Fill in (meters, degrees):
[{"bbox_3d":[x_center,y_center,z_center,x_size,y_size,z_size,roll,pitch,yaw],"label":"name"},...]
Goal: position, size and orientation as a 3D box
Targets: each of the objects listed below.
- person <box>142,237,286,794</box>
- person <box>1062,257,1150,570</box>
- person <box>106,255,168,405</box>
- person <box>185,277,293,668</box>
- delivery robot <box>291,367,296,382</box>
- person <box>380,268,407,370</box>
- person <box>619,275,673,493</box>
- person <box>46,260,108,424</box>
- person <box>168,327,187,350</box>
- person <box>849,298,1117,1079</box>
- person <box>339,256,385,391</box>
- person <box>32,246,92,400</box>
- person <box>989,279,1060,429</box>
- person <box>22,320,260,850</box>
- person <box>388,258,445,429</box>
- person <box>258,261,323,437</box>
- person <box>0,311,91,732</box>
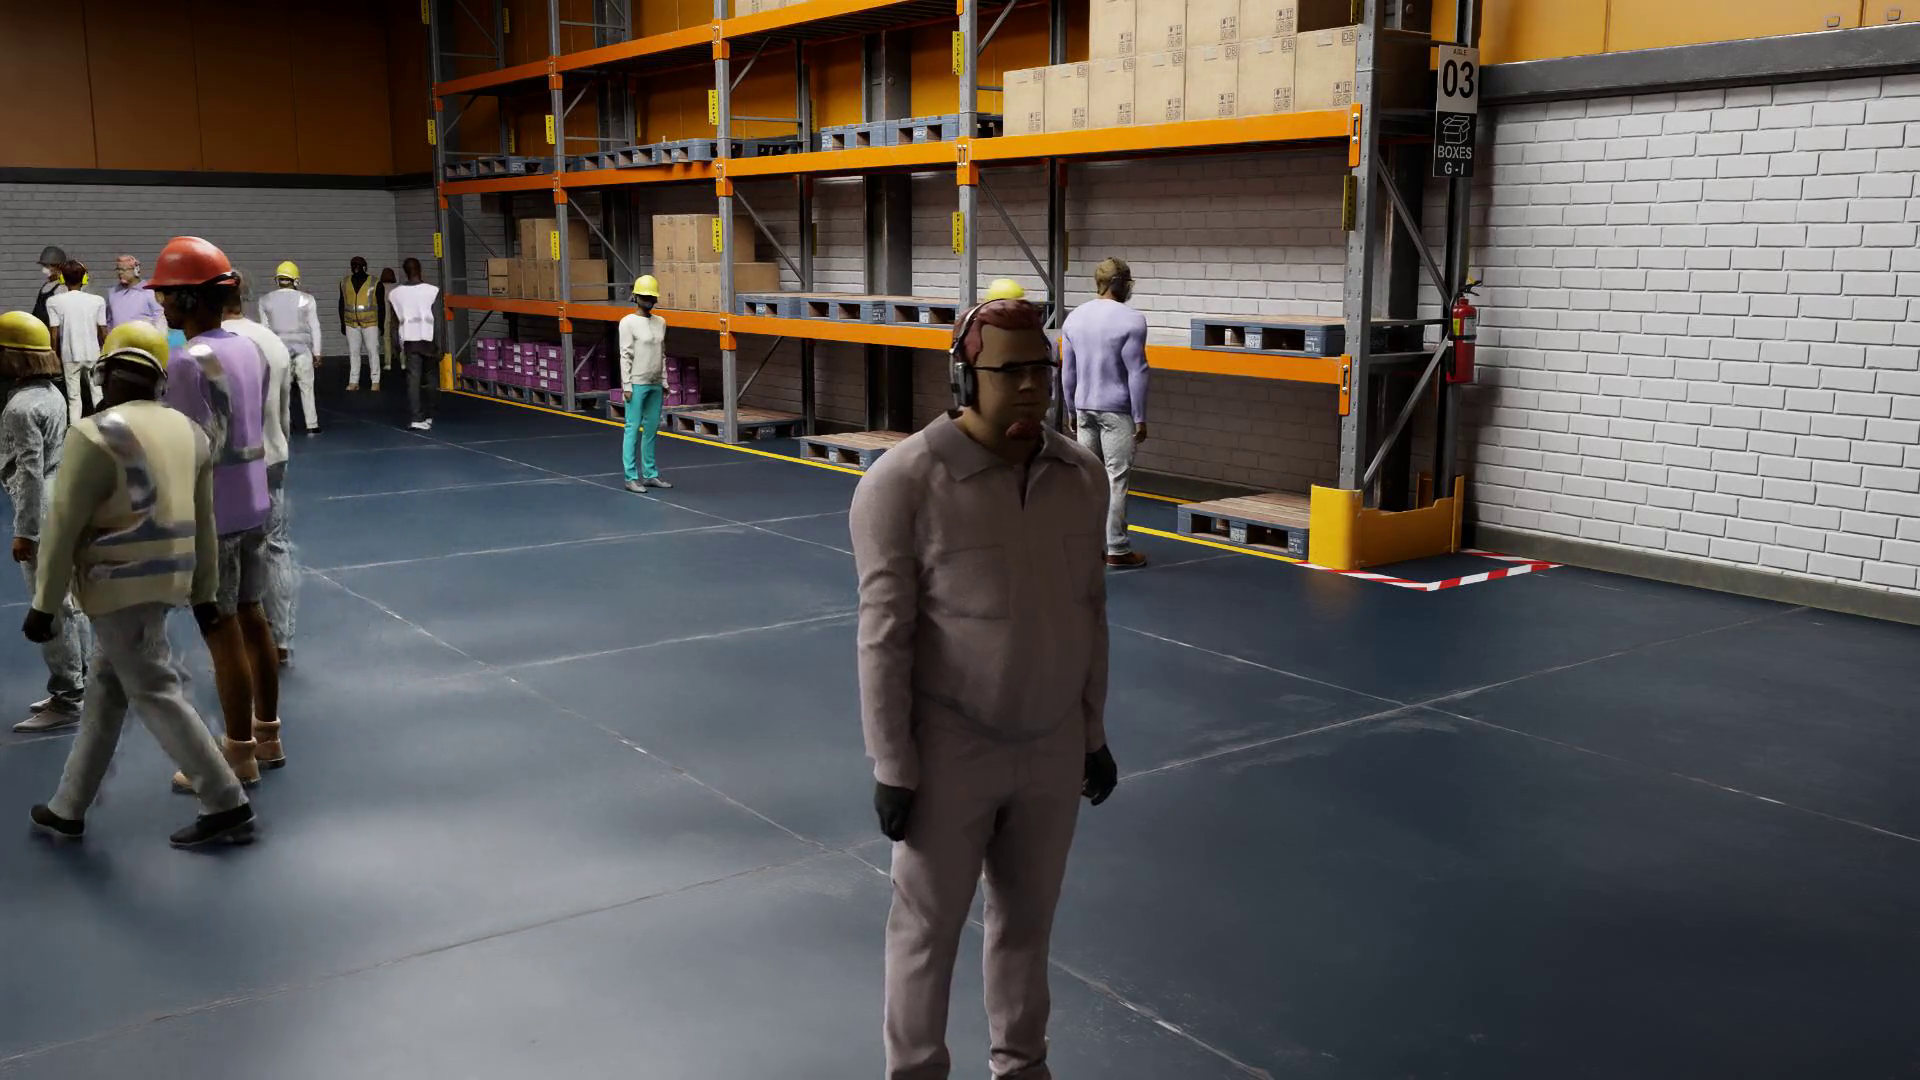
[{"bbox_3d":[-2.768,-0.085,6.159,0.378,2.044,0.607,0,10,0],"label":"person"},{"bbox_3d":[0.911,-0.785,10.378,0.630,1.936,0.366,10,14,43],"label":"person"},{"bbox_3d":[-8.294,-1.902,16.726,0.651,1.904,0.403,2,10,12],"label":"person"},{"bbox_3d":[-3.415,-0.327,7.858,0.475,1.917,0.658,4,11,20],"label":"person"},{"bbox_3d":[-9.547,-2.402,23.043,0.707,0.478,0.477,3,11,18],"label":"delivery robot"},{"bbox_3d":[-9.126,-3.541,26.663,0.501,1.633,0.286,-5,11,-26],"label":"person"},{"bbox_3d":[-2.561,-1.274,13.603,0.330,1.765,0.526,6,12,31],"label":"person"},{"bbox_3d":[-8.095,-1.633,15.318,0.535,1.868,0.309,-7,12,-33],"label":"person"},{"bbox_3d":[-8.760,-2.159,18.747,0.542,1.696,0.316,-3,11,-17],"label":"person"},{"bbox_3d":[0.084,0.442,3.592,0.644,1.909,0.401,-6,12,-32],"label":"person"},{"bbox_3d":[-8.215,-2.963,22.846,0.619,1.845,0.430,0,10,-2],"label":"person"},{"bbox_3d":[-9.981,-2.289,18.510,0.691,2.000,0.826,8,13,38],"label":"person"},{"bbox_3d":[0.346,-0.657,10.010,0.598,1.816,0.410,-8,13,-39],"label":"person"},{"bbox_3d":[-2.778,0.164,5.560,0.852,1.764,0.577,0,10,1],"label":"person"},{"bbox_3d":[-5.959,-2.155,18.289,0.601,1.855,0.988,-1,10,-5],"label":"person"},{"bbox_3d":[-6.985,-1.987,17.399,0.597,1.831,0.403,-2,10,-10],"label":"person"},{"bbox_3d":[-3.858,-0.078,6.953,0.289,1.746,0.487,-3,11,-16],"label":"person"}]
